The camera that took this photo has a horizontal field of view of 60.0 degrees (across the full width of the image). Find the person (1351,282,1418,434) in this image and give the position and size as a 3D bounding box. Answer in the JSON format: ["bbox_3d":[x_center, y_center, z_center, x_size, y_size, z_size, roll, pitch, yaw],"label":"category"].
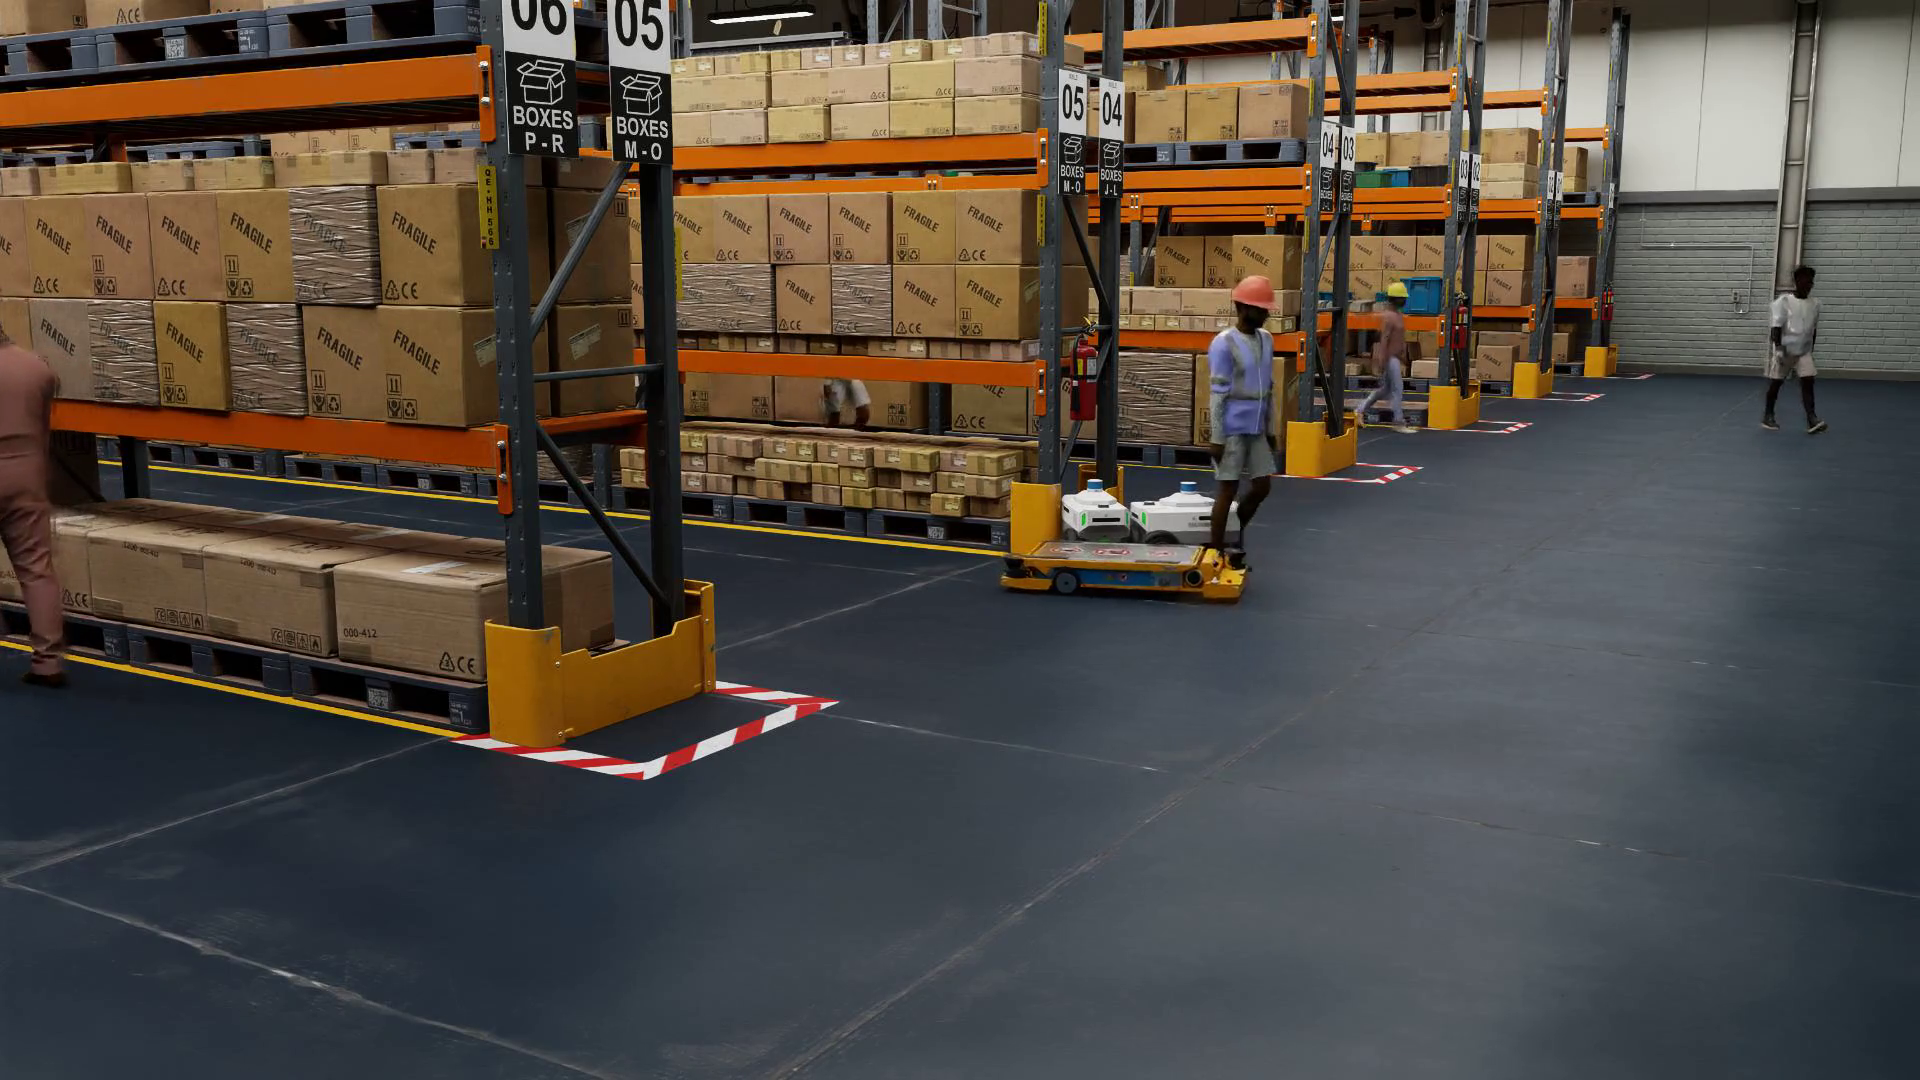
[{"bbox_3d":[4.936,-2.108,19.230,0.768,1.740,0.538,5,11,29],"label":"person"}]

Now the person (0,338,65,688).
[{"bbox_3d":[-4.634,-0.238,7.883,0.949,1.865,0.642,6,11,31],"label":"person"}]

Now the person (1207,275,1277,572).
[{"bbox_3d":[1.776,-0.706,10.515,0.549,1.920,0.477,-8,13,-40],"label":"person"}]

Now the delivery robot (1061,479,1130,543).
[{"bbox_3d":[0.888,-0.157,10.972,0.477,0.478,0.707,-1,10,-8],"label":"delivery robot"}]

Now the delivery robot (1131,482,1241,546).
[{"bbox_3d":[1.487,-0.137,10.854,0.707,0.478,0.477,-1,10,-7],"label":"delivery robot"}]

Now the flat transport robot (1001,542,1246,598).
[{"bbox_3d":[1.013,0.168,10.176,1.431,0.197,0.652,2,10,12],"label":"flat transport robot"}]

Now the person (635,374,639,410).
[{"bbox_3d":[-3.151,-1.416,15.480,0.318,1.629,0.508,2,10,14],"label":"person"}]

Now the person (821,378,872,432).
[{"bbox_3d":[-1.038,-1.486,15.021,0.553,1.917,0.581,8,13,40],"label":"person"}]

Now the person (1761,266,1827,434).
[{"bbox_3d":[9.651,-2.190,19.197,0.610,1.913,1.019,0,10,-2],"label":"person"}]
